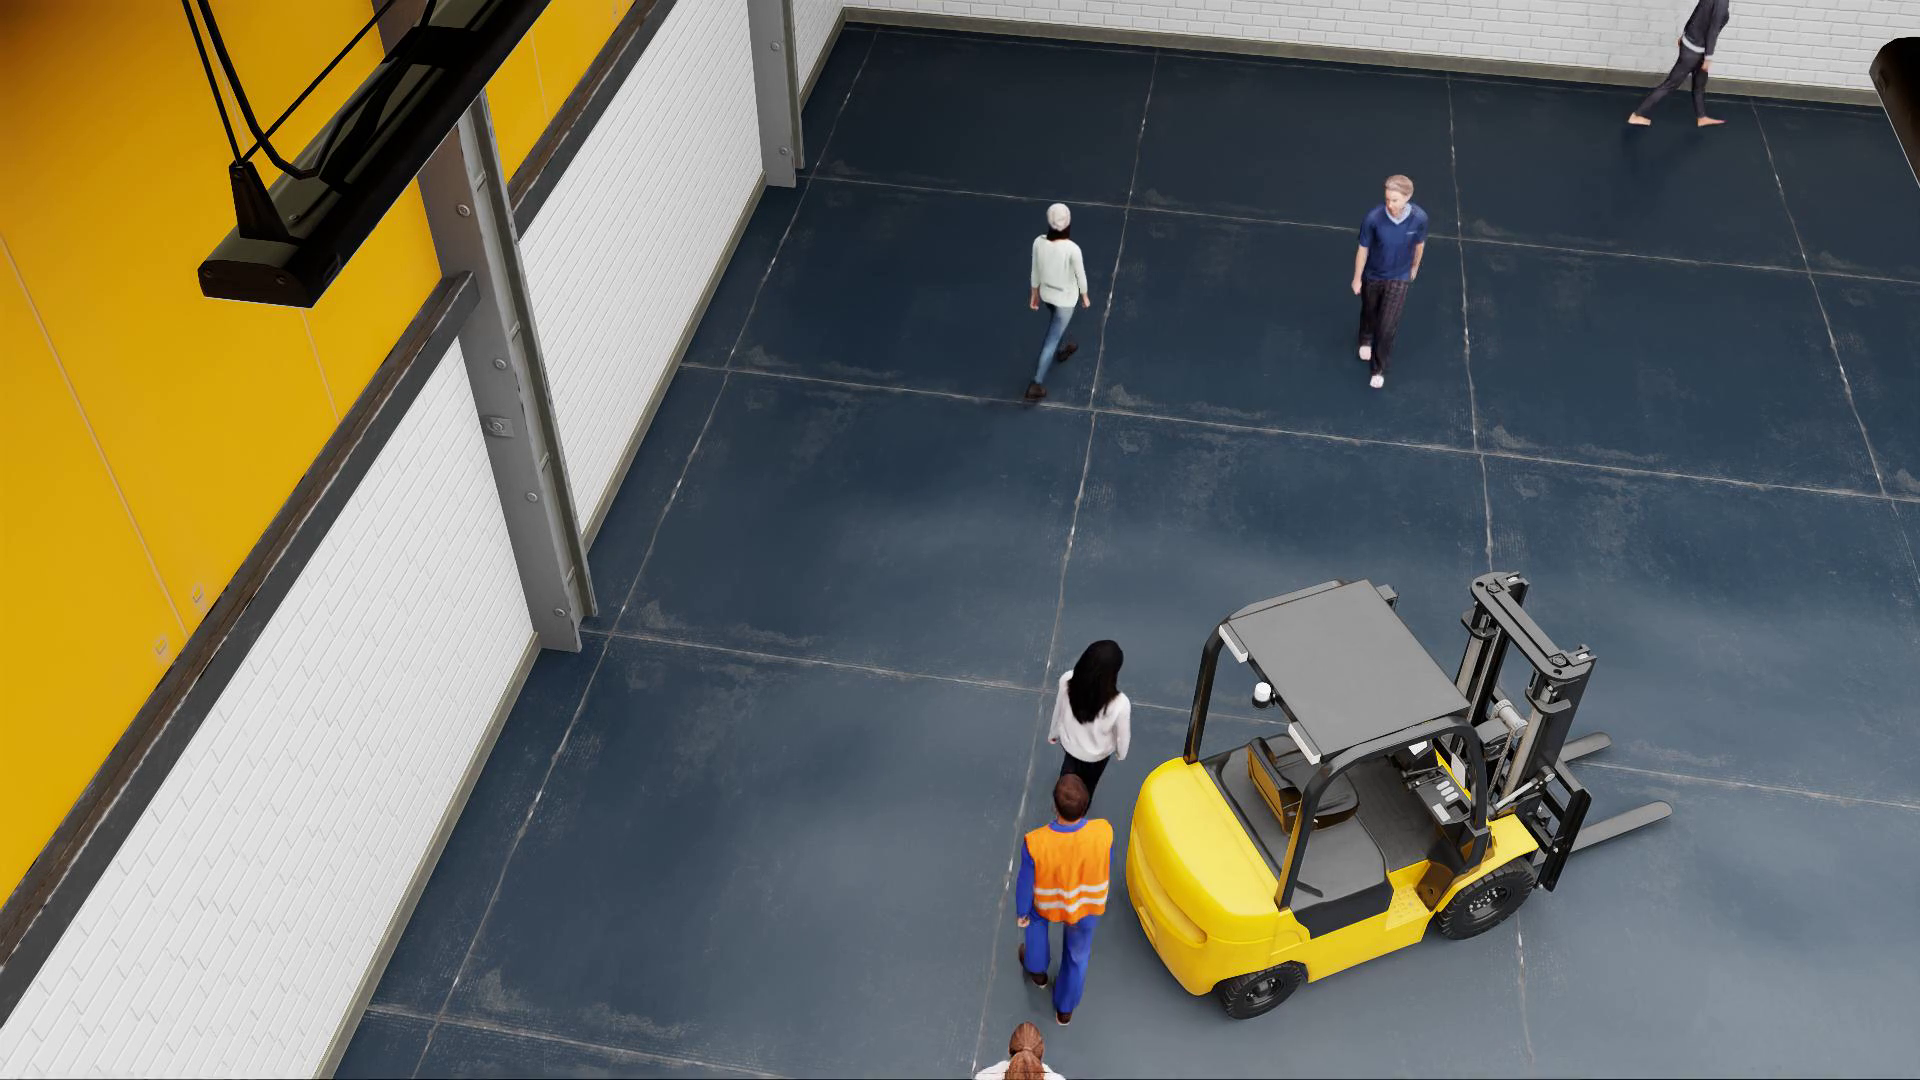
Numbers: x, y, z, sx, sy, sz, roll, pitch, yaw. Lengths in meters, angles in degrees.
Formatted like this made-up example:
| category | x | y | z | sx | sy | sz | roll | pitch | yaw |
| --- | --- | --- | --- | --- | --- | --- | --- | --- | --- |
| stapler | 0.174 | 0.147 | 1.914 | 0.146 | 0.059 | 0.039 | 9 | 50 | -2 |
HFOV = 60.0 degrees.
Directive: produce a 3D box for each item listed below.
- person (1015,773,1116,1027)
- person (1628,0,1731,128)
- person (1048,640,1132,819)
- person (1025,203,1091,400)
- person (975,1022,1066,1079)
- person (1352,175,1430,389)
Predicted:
| category | x | y | z | sx | sy | sz | roll | pitch | yaw |
| --- | --- | --- | --- | --- | --- | --- | --- | --- | --- |
| person | 0.575 | 1.964 | 8.727 | 0.801 | 1.847 | 0.842 | -4 | 44 | -4 |
| person | 6.882 | -4.668 | 15.791 | 0.708 | 1.707 | 1.040 | 4 | 44 | 4 |
| person | 0.694 | 1.242 | 9.607 | 0.722 | 1.679 | 0.721 | 20 | 47 | 20 |
| person | 0.725 | -1.827 | 12.879 | 0.904 | 1.610 | 1.187 | 26 | 49 | 25 |
| person | 0.274 | 2.885 | 7.861 | 0.615 | 1.709 | 0.828 | 6 | 44 | 6 |
| person | 3.350 | -2.114 | 13.026 | 0.706 | 1.823 | 0.918 | 5 | 44 | 5 |
